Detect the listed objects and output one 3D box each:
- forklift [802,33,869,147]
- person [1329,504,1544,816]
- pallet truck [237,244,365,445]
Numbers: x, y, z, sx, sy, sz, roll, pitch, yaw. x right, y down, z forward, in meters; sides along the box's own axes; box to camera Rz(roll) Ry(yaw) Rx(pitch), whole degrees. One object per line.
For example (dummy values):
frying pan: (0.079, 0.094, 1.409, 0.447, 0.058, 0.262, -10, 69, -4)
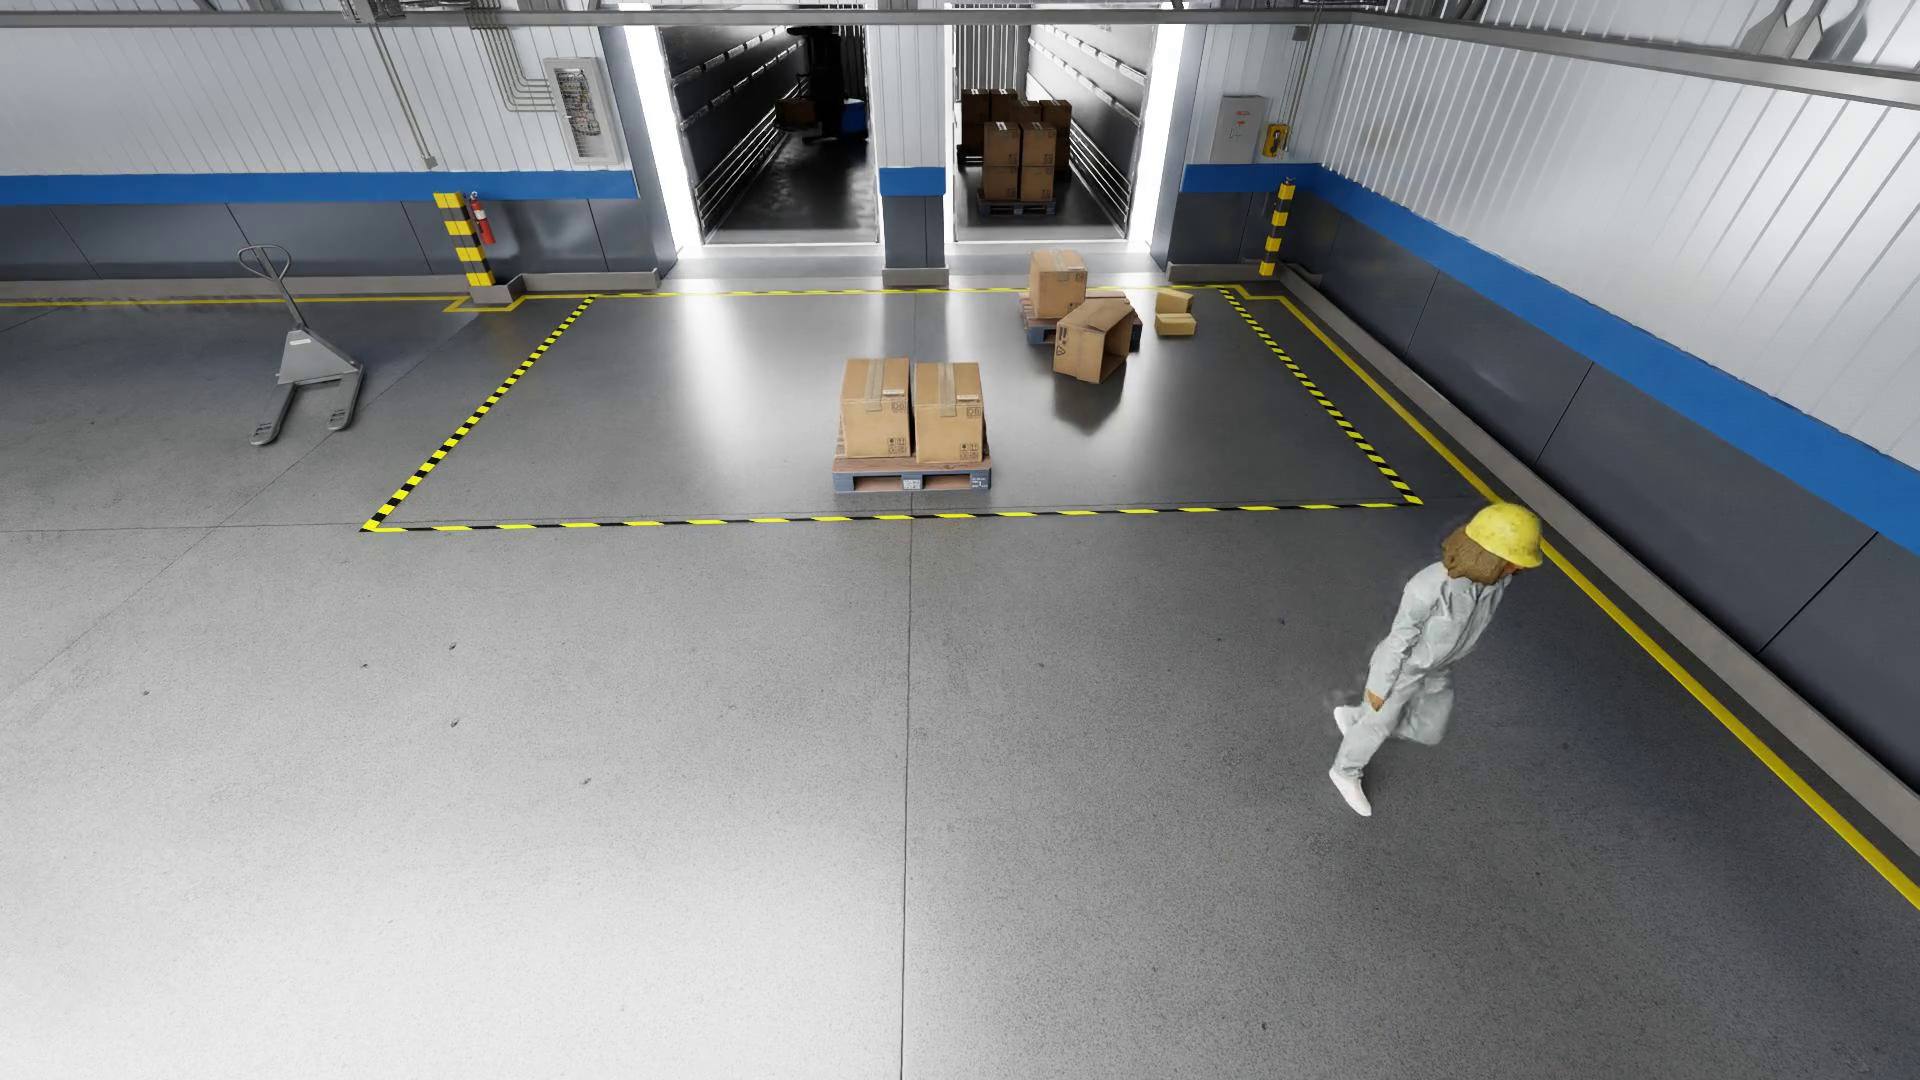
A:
forklift: (-2.585, -9.726, 15.794, 0.776, 2.013, 0.716, -29, 47, -31)
person: (1.910, 0.514, 3.144, 0.481, 1.730, 0.471, -10, 40, -13)
pallet truck: (-5.915, -1.733, 6.366, 0.680, 1.201, 1.601, -18, 42, -21)
